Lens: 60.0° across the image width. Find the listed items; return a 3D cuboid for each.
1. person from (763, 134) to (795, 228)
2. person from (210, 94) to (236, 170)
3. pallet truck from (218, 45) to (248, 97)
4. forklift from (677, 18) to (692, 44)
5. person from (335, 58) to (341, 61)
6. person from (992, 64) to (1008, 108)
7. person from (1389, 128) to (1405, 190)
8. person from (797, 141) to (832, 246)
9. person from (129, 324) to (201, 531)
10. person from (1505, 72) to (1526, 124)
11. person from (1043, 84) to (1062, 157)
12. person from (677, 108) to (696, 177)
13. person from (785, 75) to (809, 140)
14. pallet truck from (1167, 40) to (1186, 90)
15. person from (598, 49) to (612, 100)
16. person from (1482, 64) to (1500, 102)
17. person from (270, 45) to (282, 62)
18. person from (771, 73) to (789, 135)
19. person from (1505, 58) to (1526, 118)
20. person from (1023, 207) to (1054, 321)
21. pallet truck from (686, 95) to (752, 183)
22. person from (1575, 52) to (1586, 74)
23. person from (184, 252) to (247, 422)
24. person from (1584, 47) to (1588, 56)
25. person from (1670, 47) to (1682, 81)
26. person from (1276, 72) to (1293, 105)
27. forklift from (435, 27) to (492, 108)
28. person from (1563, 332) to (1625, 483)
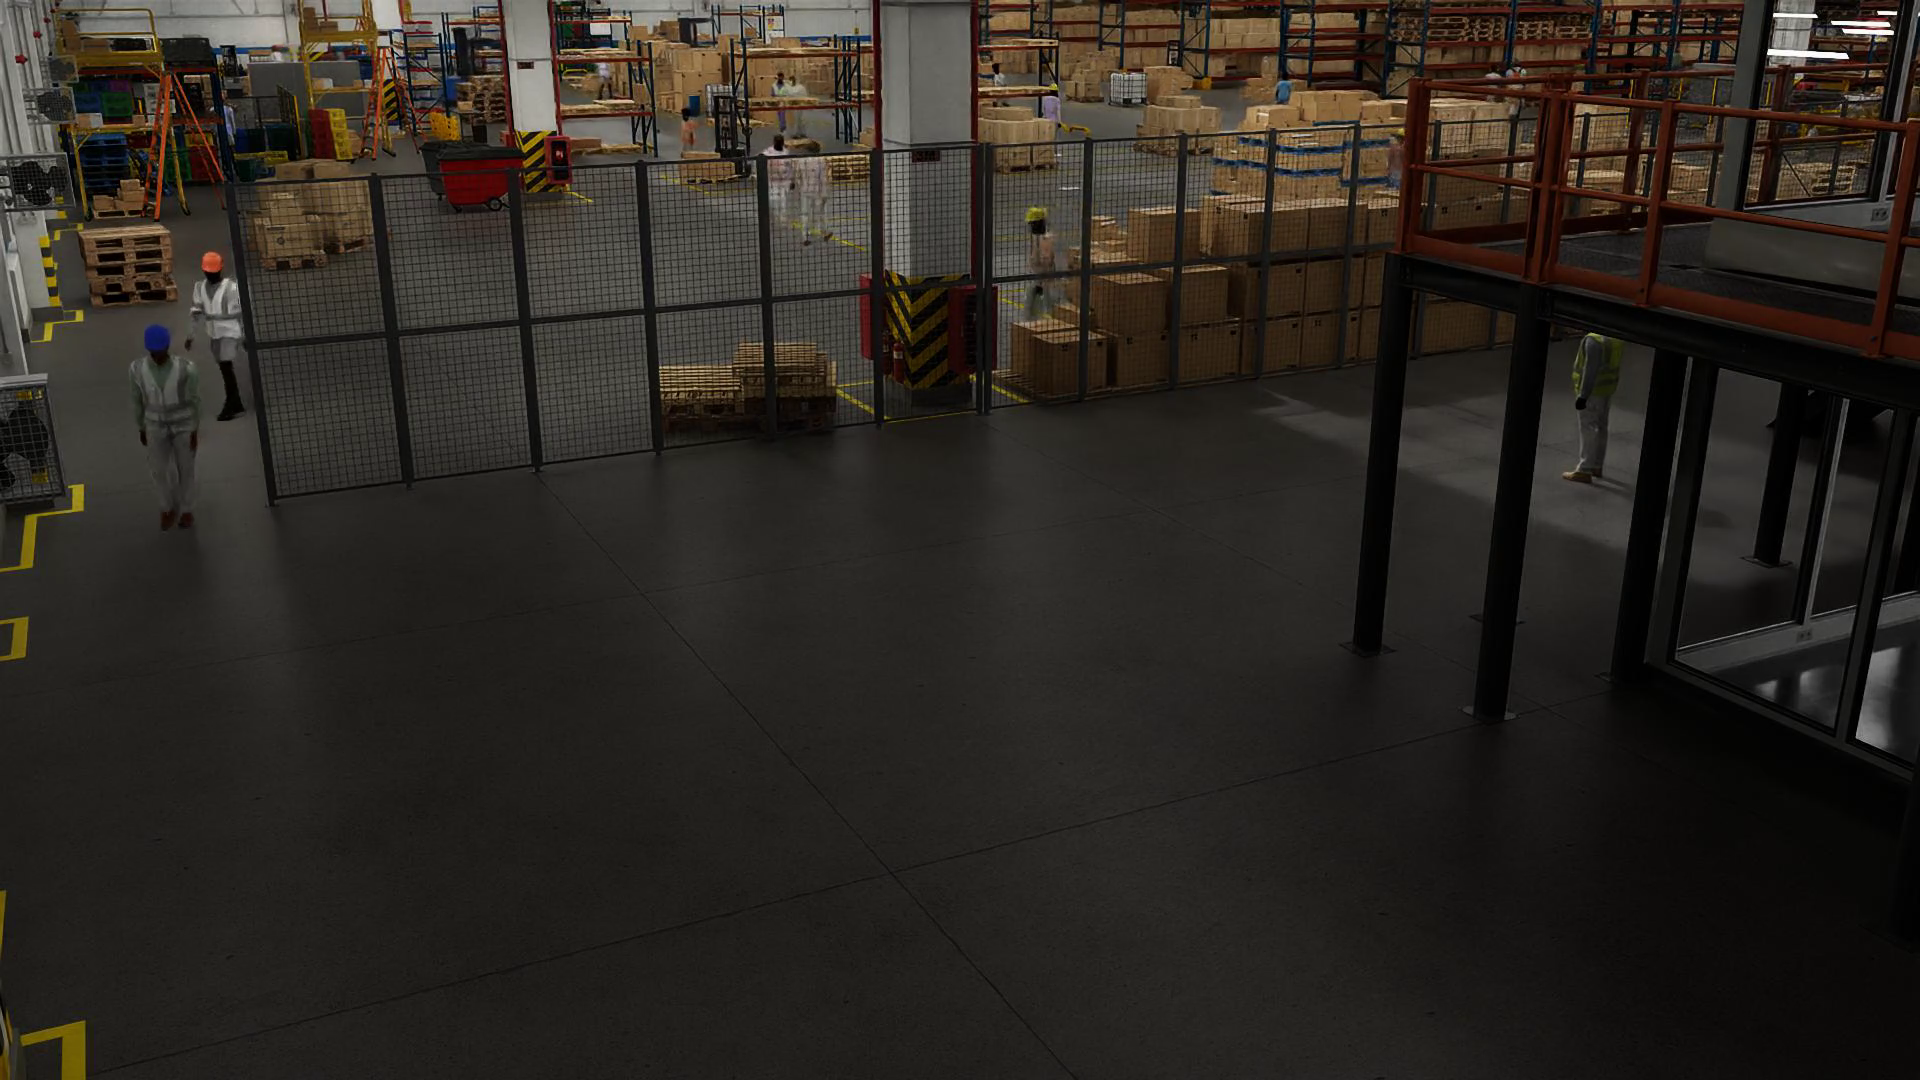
[{"bbox_3d":[-3.550,-7.060,32.718,0.646,1.828,0.444,-7,20,-21],"label":"person"},{"bbox_3d":[-18.580,-10.310,41.981,0.548,1.936,0.378,-9,21,-24],"label":"person"},{"bbox_3d":[-28.879,-18.665,66.111,0.823,1.965,1.885,-3,19,-9],"label":"pallet truck"},{"bbox_3d":[-11.853,-21.129,71.919,1.873,2.768,1.129,2,19,5],"label":"forklift"},{"bbox_3d":[-21.717,-15.862,58.119,0.637,1.916,0.823,9,21,25],"label":"person"},{"bbox_3d":[1.270,-14.698,54.758,1.038,1.897,0.636,-12,22,-30],"label":"person"},{"bbox_3d":[9.204,-7.774,34.943,0.858,1.729,0.521,-10,21,-26],"label":"person"},{"bbox_3d":[-2.707,-6.451,30.885,0.649,1.873,1.056,5,20,15],"label":"person"},{"bbox_3d":[-7.156,-1.015,15.057,0.604,1.920,0.502,-5,20,-14],"label":"person"},{"bbox_3d":[16.856,-13.243,50.566,0.565,1.893,0.989,-3,19,-10],"label":"person"},{"bbox_3d":[2.507,-11.384,45.109,0.586,1.928,0.369,18,26,41],"label":"person"},{"bbox_3d":[-6.610,-9.740,40.729,0.546,1.676,0.653,16,24,38],"label":"person"},{"bbox_3d":[-4.835,-12.931,49.689,0.644,1.885,0.856,9,21,25],"label":"person"},{"bbox_3d":[9.045,-19.971,69.895,0.823,1.965,1.885,-3,19,-8],"label":"pallet truck"},{"bbox_3d":[-13.767,-18.059,64.487,0.559,1.913,0.836,6,20,16],"label":"person"},{"bbox_3d":[17.801,-15.002,55.759,0.542,1.833,0.668,0,19,0],"label":"person"},{"bbox_3d":[-28.324,-19.574,69.013,0.999,1.835,0.575,12,22,31],"label":"person"},{"bbox_3d":[-5.443,-13.320,50.799,0.593,1.880,0.955,6,20,16],"label":"person"},{"bbox_3d":[18.585,-15.136,55.814,0.674,2.000,0.535,1,19,3],"label":"person"},{"bbox_3d":[1.157,-3.547,22.458,0.884,1.892,0.589,-8,21,-22],"label":"person"},{"bbox_3d":[-5.836,-9.608,39.856,0.823,1.965,1.885,10,22,27],"label":"pallet truck"},{"bbox_3d":[24.701,-18.518,66.133,0.532,1.699,0.319,13,23,33],"label":"person"},{"bbox_3d":[-8.431,-2.294,18.787,0.632,1.907,0.752,6,20,16],"label":"person"},{"bbox_3d":[25.145,-18.869,66.897,0.976,1.855,0.660,-4,19,-11],"label":"person"},{"bbox_3d":[31.277,-20.753,72.772,0.520,1.586,0.876,1,19,2],"label":"person"},{"bbox_3d":[10.612,-14.445,54.363,0.540,1.678,0.587,10,21,26],"label":"person"},{"bbox_3d":[-18.152,-17.225,60.601,1.873,2.768,1.129,-9,21,-25],"label":"forklift"},{"bbox_3d":[6.306,-1.489,16.555,0.626,1.843,0.430,-18,26,-42],"label":"person"}]
